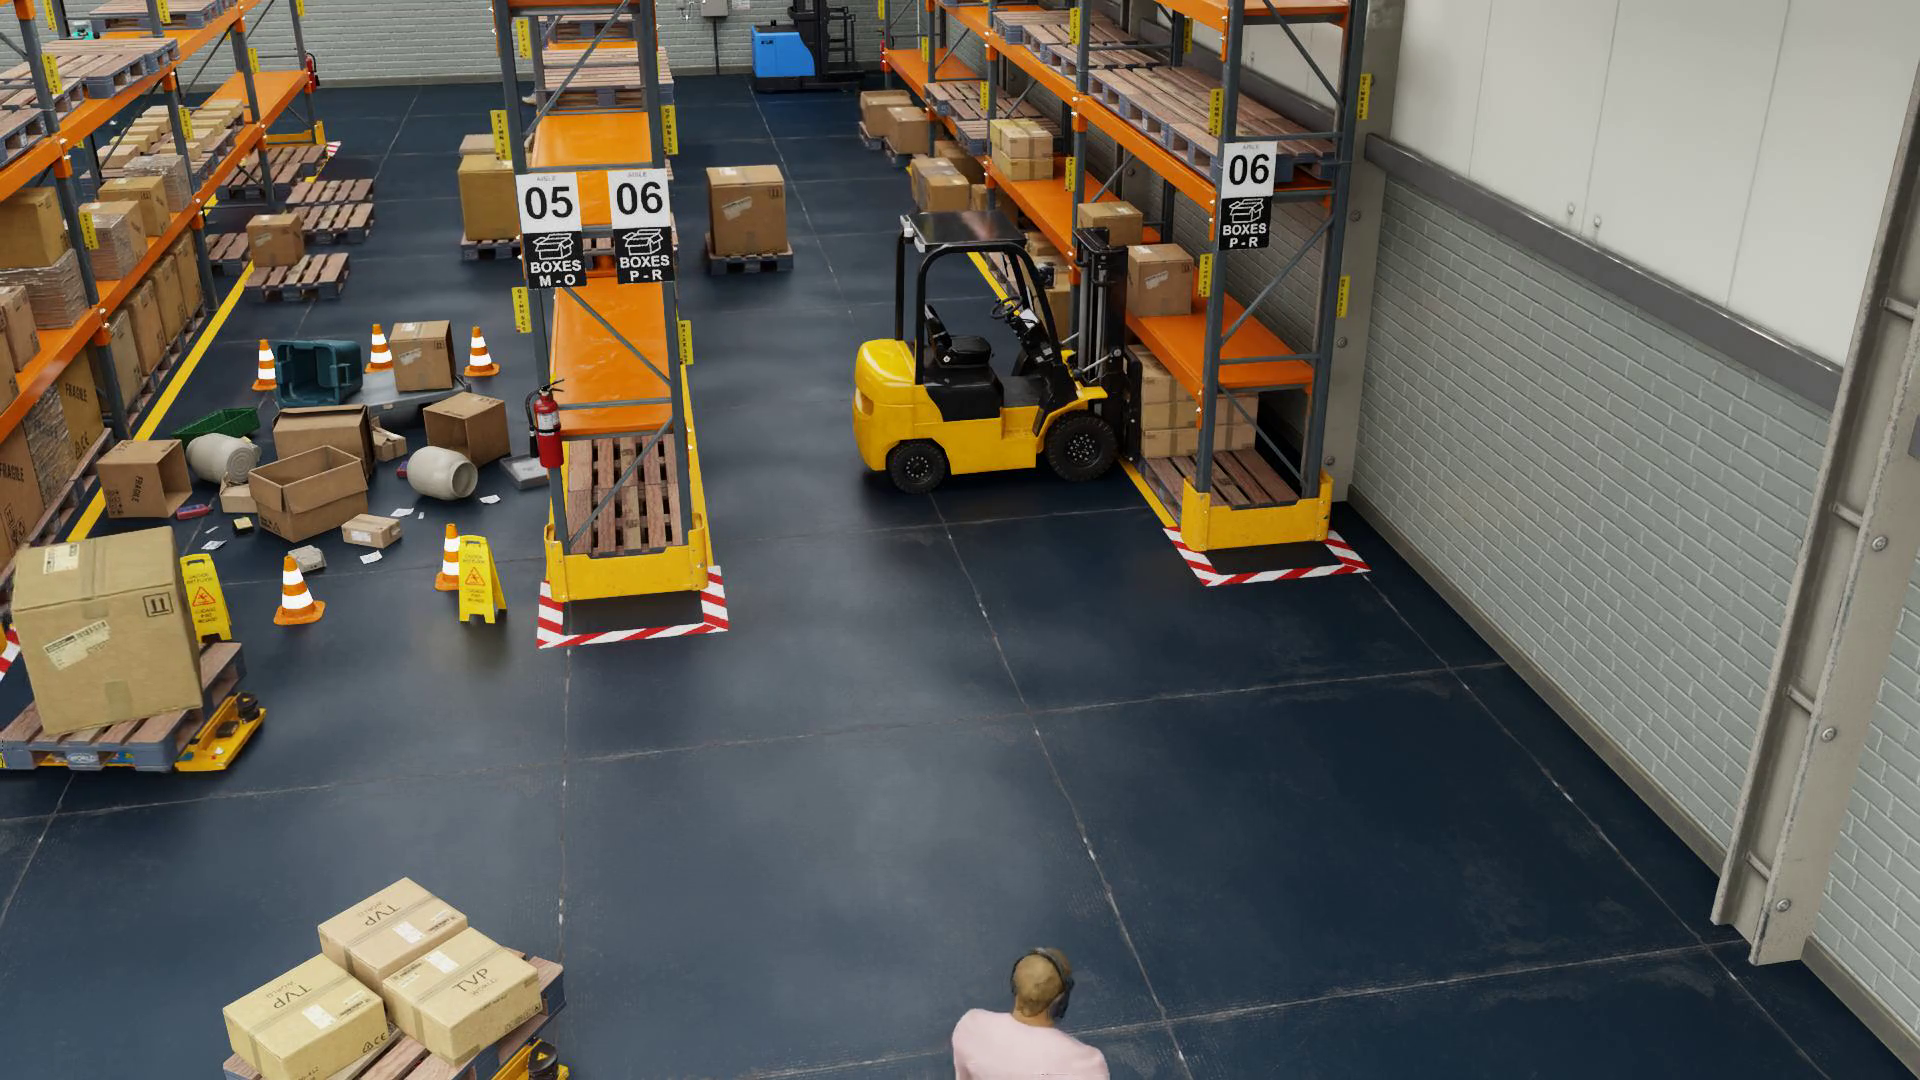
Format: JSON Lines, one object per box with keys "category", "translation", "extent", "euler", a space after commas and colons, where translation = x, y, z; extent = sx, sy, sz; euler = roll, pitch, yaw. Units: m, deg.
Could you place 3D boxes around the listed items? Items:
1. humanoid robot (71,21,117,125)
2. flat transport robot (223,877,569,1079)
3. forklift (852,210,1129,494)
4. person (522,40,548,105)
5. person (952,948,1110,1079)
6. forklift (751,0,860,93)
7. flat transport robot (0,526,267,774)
{"category": "humanoid robot", "translation": [-14.138, -7.567, 27.219], "extent": [0.553, 1.739, 1.036], "euler": [-21, 33, -37]}
{"category": "flat transport robot", "translation": [-2.656, 2.501, 7.920], "extent": [1.431, 0.231, 0.659], "euler": [11, 28, 22]}
{"category": "forklift", "translation": [0.216, -1.659, 14.366], "extent": [2.313, 2.155, 1.214], "euler": [-5, 26, -10]}
{"category": "person", "translation": [-7.271, -8.566, 29.265], "extent": [0.978, 1.748, 0.590], "euler": [-8, 27, -16]}
{"category": "person", "translation": [0.303, 2.310, 6.418], "extent": [0.664, 1.914, 0.636], "euler": [11, 28, 22]}
{"category": "forklift", "translation": [-2.872, -9.679, 30.288], "extent": [1.873, 2.768, 1.129], "euler": [-5, 26, -10]}
{"category": "flat transport robot", "translation": [-5.264, 1.216, 10.597], "extent": [1.431, 0.231, 0.659], "euler": [1, 26, 1]}
